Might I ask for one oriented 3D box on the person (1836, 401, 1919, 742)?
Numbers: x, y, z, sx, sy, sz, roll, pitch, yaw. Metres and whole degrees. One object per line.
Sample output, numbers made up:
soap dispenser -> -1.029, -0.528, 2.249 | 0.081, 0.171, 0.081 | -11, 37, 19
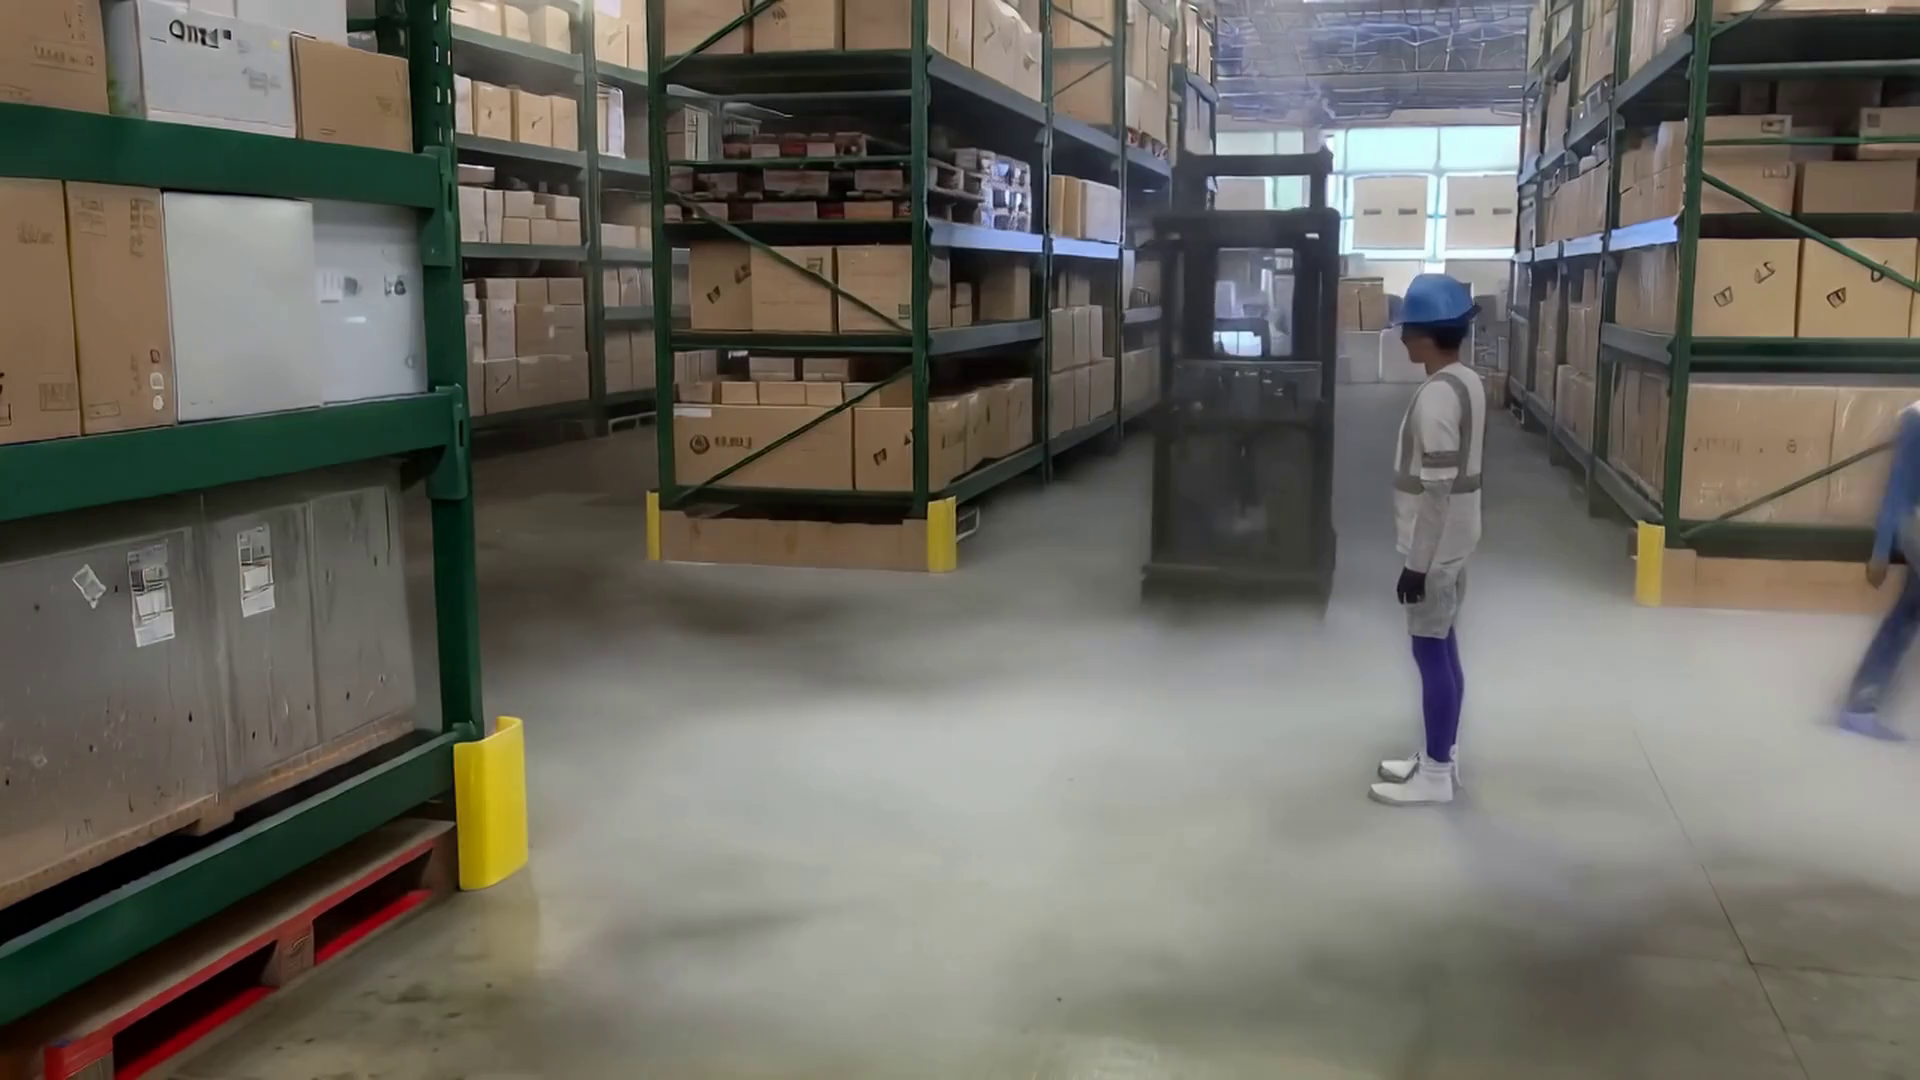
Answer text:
person -> 4.189, 0.036, 6.987 | 0.583, 1.786, 0.984 | -5, 10, -29

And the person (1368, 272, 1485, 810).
person -> 1.793, 0.010, 6.363 | 0.371, 2.044, 0.608 | 4, 10, 23

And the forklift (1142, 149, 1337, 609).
forklift -> 1.896, -1.108, 10.810 | 1.129, 2.768, 1.873 | 2, 9, 15

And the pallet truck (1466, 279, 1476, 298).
pallet truck -> 18.896, -8.459, 60.307 | 1.885, 1.965, 0.823 | 5, 10, 31

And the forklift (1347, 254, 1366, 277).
forklift -> 13.074, -8.074, 55.067 | 1.873, 2.768, 1.129 | 0, 9, -2

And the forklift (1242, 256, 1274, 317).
forklift -> 10.671, -8.733, 59.252 | 1.129, 2.768, 1.873 | 2, 9, 15
